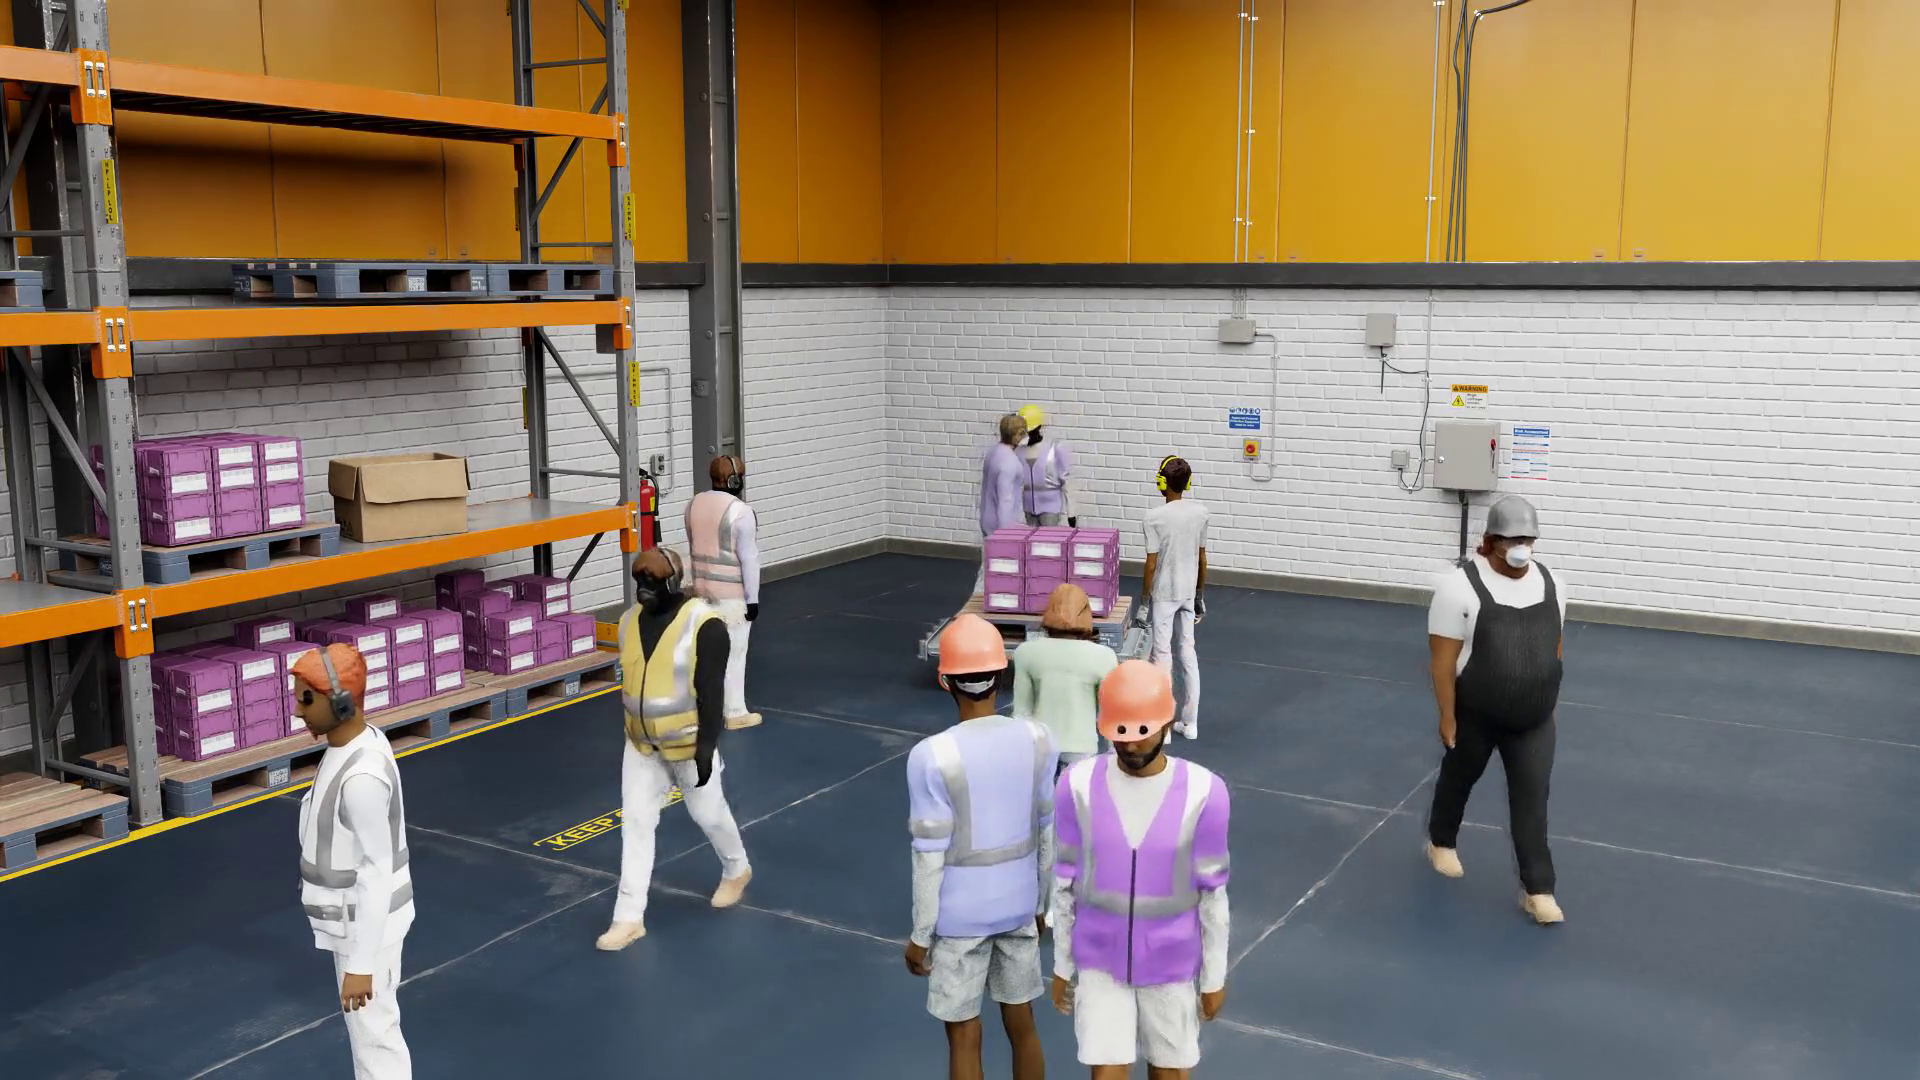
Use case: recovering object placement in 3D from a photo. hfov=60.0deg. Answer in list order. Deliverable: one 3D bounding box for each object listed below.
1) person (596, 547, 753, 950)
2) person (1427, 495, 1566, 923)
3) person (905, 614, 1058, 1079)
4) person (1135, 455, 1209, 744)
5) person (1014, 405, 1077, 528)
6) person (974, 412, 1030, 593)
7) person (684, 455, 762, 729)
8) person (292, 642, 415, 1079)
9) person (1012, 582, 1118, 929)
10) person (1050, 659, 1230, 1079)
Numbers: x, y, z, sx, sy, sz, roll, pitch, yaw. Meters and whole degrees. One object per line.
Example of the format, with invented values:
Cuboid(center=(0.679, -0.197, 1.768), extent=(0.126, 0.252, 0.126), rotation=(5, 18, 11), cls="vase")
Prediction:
Cuboid(center=(-1.302, 0.911, 7.694), extent=(0.628, 1.808, 0.929), rotation=(5, 10, 26), cls="person")
Cuboid(center=(2.592, 0.733, 8.049), extent=(0.687, 2.000, 1.023), rotation=(-1, 9, -6), cls="person")
Cuboid(center=(0.055, 1.203, 5.449), extent=(0.546, 1.934, 0.376), rotation=(-5, 11, -31), cls="person")
Cuboid(center=(1.367, 0.384, 10.759), extent=(0.513, 1.872, 0.328), rotation=(-5, 10, -28), cls="person")
Cuboid(center=(0.700, -0.259, 14.719), extent=(0.624, 1.881, 0.511), rotation=(7, 11, 36), cls="person")
Cuboid(center=(0.460, -0.088, 13.568), extent=(0.798, 1.907, 0.652), rotation=(-2, 9, -14), cls="person")
Cuboid(center=(-1.560, 0.345, 11.134), extent=(0.619, 1.836, 0.431), rotation=(7, 12, 38), cls="person")
Cuboid(center=(-1.932, 1.246, 5.321), extent=(0.356, 1.887, 0.572), rotation=(-4, 10, -25), cls="person")
Cuboid(center=(0.488, 0.996, 7.808), extent=(0.512, 1.592, 0.850), rotation=(3, 9, 17), cls="person")
Cuboid(center=(0.569, 1.265, 5.205), extent=(0.547, 1.901, 0.801), rotation=(2, 9, 12), cls="person")
